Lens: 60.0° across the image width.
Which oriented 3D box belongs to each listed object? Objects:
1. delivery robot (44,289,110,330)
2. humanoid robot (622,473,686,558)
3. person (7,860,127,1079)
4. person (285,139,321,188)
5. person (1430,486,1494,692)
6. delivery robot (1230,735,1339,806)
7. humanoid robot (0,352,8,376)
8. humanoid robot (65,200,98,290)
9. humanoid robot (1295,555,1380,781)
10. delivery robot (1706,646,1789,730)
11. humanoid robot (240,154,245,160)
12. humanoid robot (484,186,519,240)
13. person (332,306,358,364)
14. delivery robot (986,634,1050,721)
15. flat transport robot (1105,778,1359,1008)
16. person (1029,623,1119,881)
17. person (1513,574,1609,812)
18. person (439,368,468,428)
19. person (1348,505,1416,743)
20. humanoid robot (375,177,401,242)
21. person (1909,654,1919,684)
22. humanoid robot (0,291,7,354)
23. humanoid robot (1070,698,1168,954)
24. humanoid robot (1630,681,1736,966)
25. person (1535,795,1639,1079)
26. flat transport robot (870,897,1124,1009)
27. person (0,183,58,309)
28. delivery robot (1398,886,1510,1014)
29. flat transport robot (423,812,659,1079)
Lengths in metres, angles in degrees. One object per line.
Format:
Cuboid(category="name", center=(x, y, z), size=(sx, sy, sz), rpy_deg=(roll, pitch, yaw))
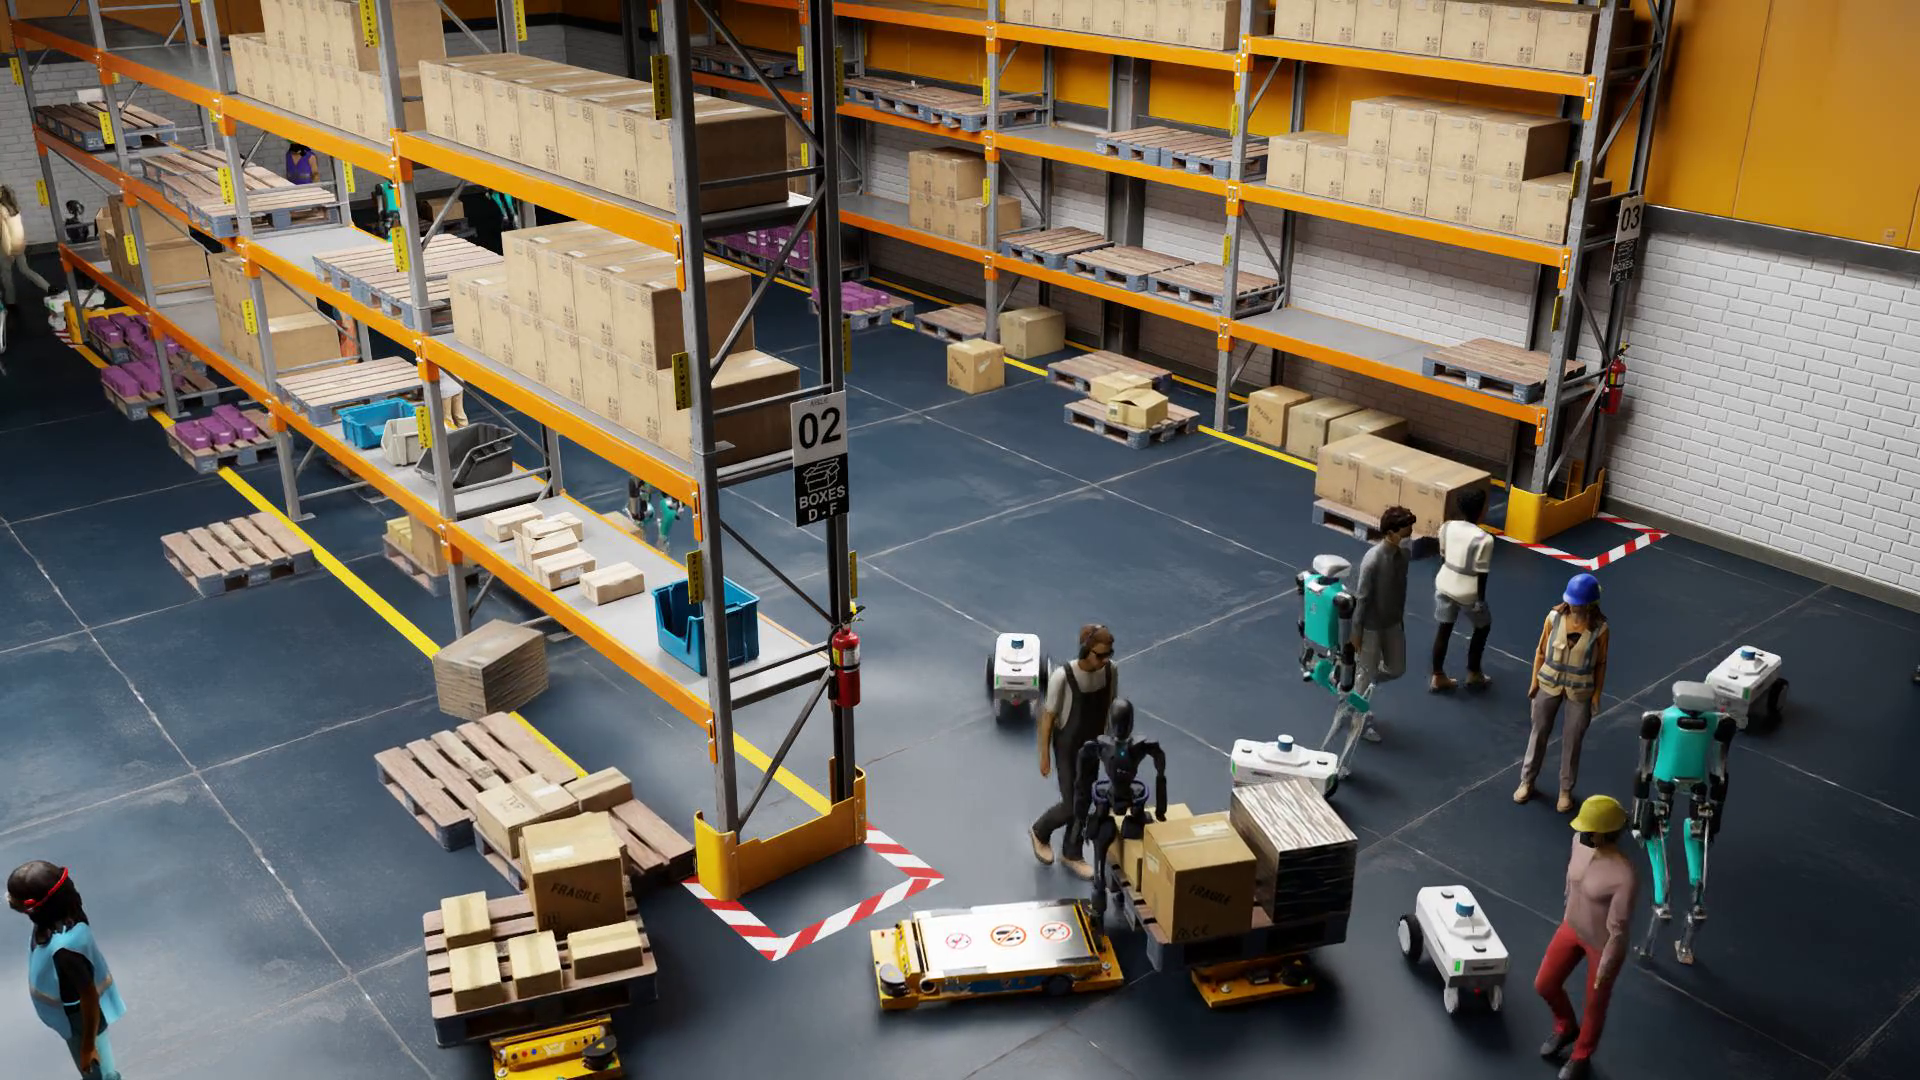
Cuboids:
Cuboid(category="delivery robot", center=(-12.038, -3.192, 22.685), size=(0.803, 0.603, 0.499), rpy_deg=(-20, 30, -38))
Cuboid(category="humanoid robot", center=(-2.719, -0.298, 14.572), size=(0.533, 1.842, 0.774), rpy_deg=(-16, 28, -33))
Cuboid(category="person", center=(-4.308, 2.364, 8.157), size=(0.390, 1.865, 0.520), rpy_deg=(-17, 29, -34))
Cuboid(category="person", center=(-10.403, -5.552, 26.406), size=(0.546, 1.928, 0.422), rpy_deg=(4, 24, 9))
Cuboid(category="person", center=(3.964, 0.379, 12.977), size=(0.641, 1.671, 0.552), rpy_deg=(-13, 26, -27))
Cuboid(category="delivery robot", center=(2.259, 1.638, 11.495), size=(0.771, 0.599, 0.502), rpy_deg=(7, 24, 16))
Cuboid(category="humanoid robot", center=(-10.967, -2.031, 18.589), size=(0.601, 1.641, 0.612), rpy_deg=(-5, 24, -12))
Cuboid(category="humanoid robot", center=(-12.036, -3.830, 22.745), size=(0.471, 1.639, 0.595), rpy_deg=(-15, 28, -31))
Cuboid(category="humanoid robot", center=(2.703, 0.894, 11.716), size=(0.757, 1.783, 0.532), rpy_deg=(-12, 26, -26))
Cuboid(category="delivery robot", center=(5.998, 1.085, 12.740), size=(0.499, 0.570, 0.742), rpy_deg=(21, 31, 39))
Cuboid(category="humanoid robot", center=(-11.083, -5.146, 25.780), size=(0.603, 1.655, 0.339), rpy_deg=(19, 30, 37))
Cuboid(category="humanoid robot", center=(-7.324, -5.592, 26.858), size=(0.553, 1.883, 0.798), rpy_deg=(-18, 29, -35))
Cuboid(category="person", center=(-7.385, -2.721, 20.056), size=(0.326, 1.765, 0.488), rpy_deg=(-2, 23, -5))
Cuboid(category="delivery robot", center=(0.445, 1.020, 12.925), size=(0.499, 0.597, 0.801), rpy_deg=(1, 23, 3))
Cuboid(category="flat transport robot", center=(1.585, 2.329, 10.251), size=(0.659, 0.231, 1.431), rpy_deg=(-6, 24, -13))
Cuboid(category="person", center=(0.751, 1.332, 10.597), size=(0.524, 1.822, 0.451), rpy_deg=(-16, 28, -33))
Cuboid(category="person", center=(4.134, 1.031, 11.356), size=(0.470, 1.773, 0.323), rpy_deg=(12, 26, 26))
Cuboid(category="person", center=(-5.424, -1.602, 17.482), size=(0.339, 1.747, 0.571), rpy_deg=(9, 25, 20))
Cuboid(category="person", center=(3.059, 0.586, 12.260), size=(0.572, 1.877, 0.506), rpy_deg=(-17, 28, -33))
Cuboid(category="humanoid robot", center=(-8.068, -4.380, 23.933), size=(0.570, 1.782, 0.674), rpy_deg=(-9, 25, -19))
Cuboid(category="person", center=(7.800, 0.266, 12.945), size=(0.547, 1.926, 0.379), rpy_deg=(14, 27, 29))
Cuboid(category="humanoid robot", center=(-12.341, -3.094, 20.937), size=(0.556, 1.739, 0.973), rpy_deg=(-7, 24, -15))
Cuboid(category="humanoid robot", center=(0.978, 1.689, 9.993), size=(0.615, 1.629, 0.731), rpy_deg=(0, 23, 1))
Cuboid(category="humanoid robot", center=(4.233, 1.770, 9.750), size=(0.537, 1.813, 0.733), rpy_deg=(2, 23, 5))
Cuboid(category="person", center=(3.329, 2.128, 8.839), size=(0.399, 1.746, 0.536), rpy_deg=(-12, 26, -25))
Cuboid(category="flat transport robot", center=(0.207, 2.465, 9.935), size=(1.431, 0.231, 0.659), rpy_deg=(-3, 24, -8))
Cuboid(category="person", center=(-13.183, -4.116, 23.190), size=(0.799, 1.838, 0.558), rpy_deg=(1, 23, 2))
Cuboid(category="delivery robot", center=(2.941, 2.363, 9.804), size=(0.499, 0.588, 0.774), rpy_deg=(-2, 23, -4))
Cuboid(category="flat transport robot", center=(-2.384, 2.632, 9.548), size=(0.659, 0.231, 1.431), rpy_deg=(-8, 25, -18))
